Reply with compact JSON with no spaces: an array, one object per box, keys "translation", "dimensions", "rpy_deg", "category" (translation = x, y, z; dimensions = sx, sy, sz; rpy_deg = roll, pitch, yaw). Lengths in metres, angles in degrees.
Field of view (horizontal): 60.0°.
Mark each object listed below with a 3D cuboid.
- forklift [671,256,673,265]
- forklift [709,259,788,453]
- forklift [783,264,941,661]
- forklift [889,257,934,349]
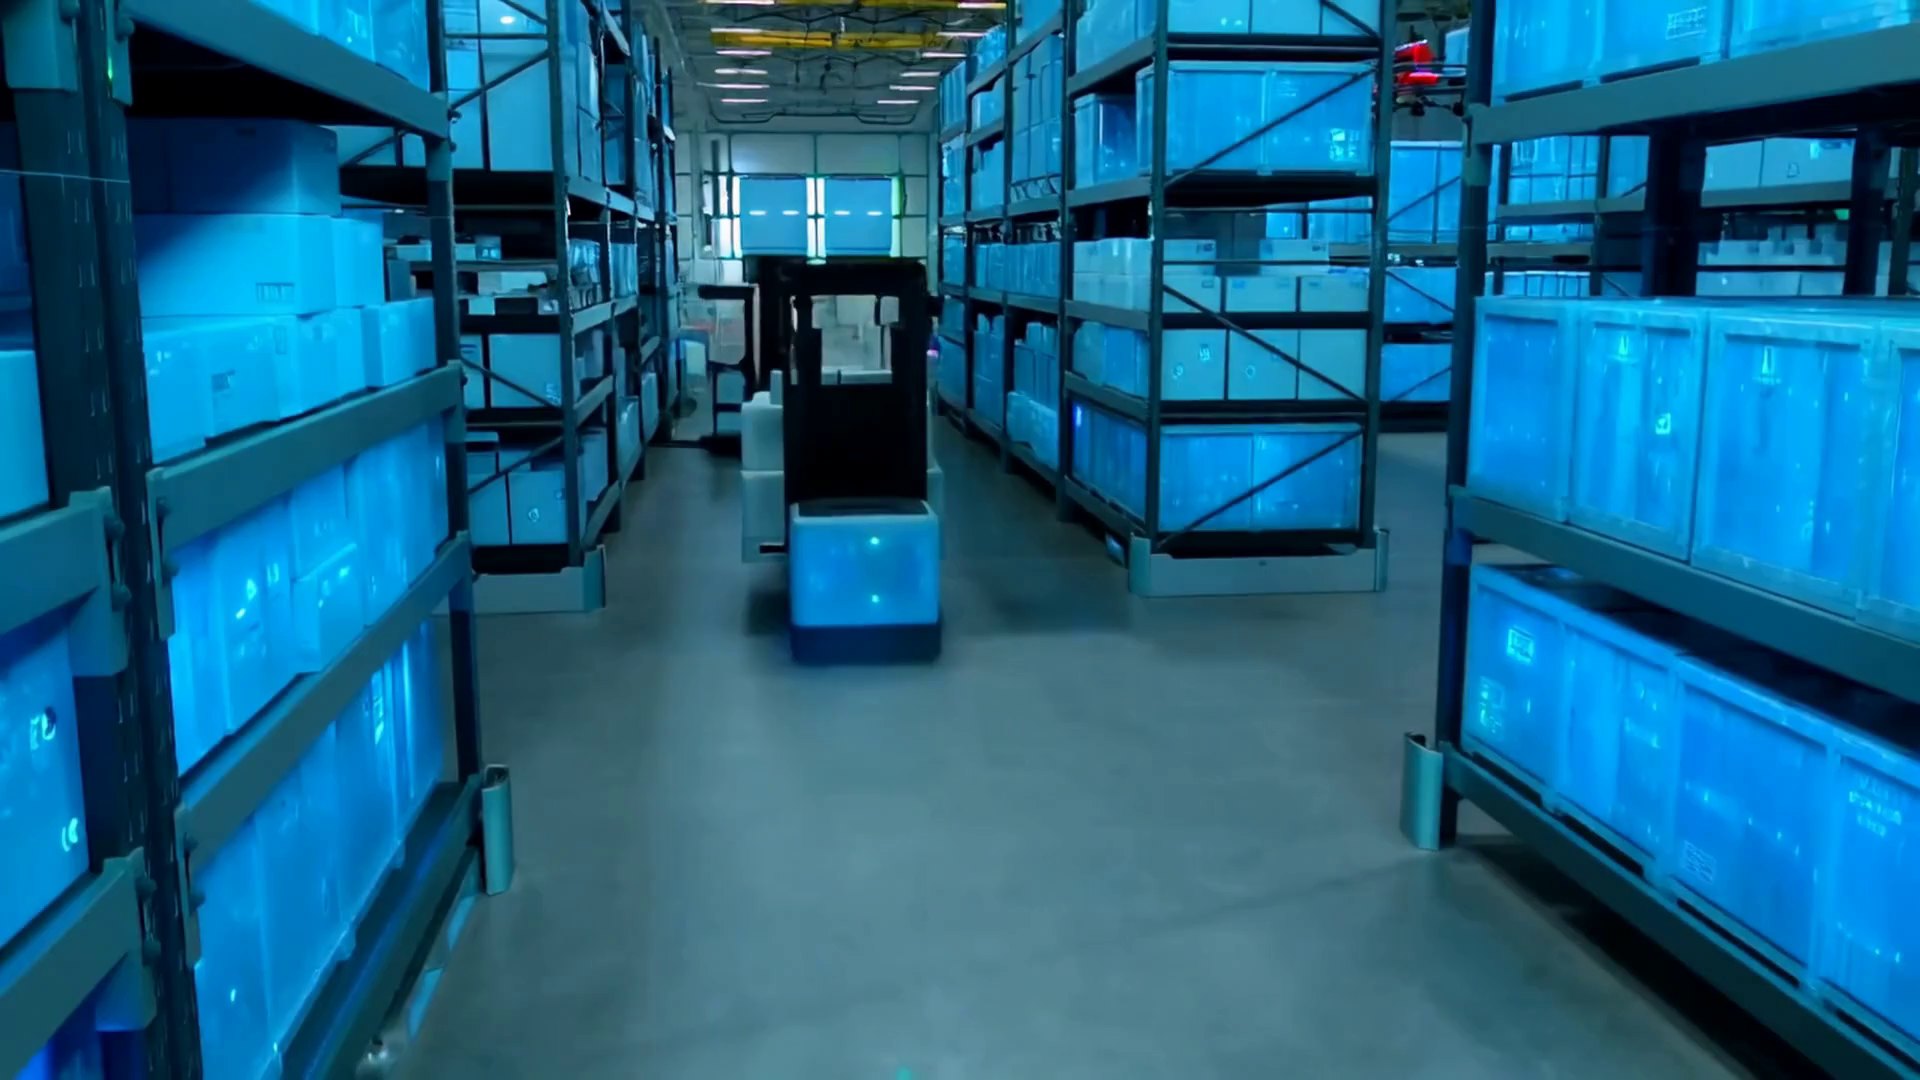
[{"translation":[-10.987,-9.066,61.344],"dimensions":[1.129,2.768,1.873],"rpy_deg":[-1,10,-7],"category":"forklift"},{"translation":[-2.769,-2.732,24.472],"dimensions":[1.873,2.768,1.129],"rpy_deg":[-1,10,-7],"category":"forklift"},{"translation":[-0.759,-0.646,12.324],"dimensions":[1.129,2.768,1.873],"rpy_deg":[-1,10,-7],"category":"forklift"},{"translation":[-1.675,-7.028,49.481],"dimensions":[1.129,2.768,1.873],"rpy_deg":[7,12,34],"category":"forklift"}]
